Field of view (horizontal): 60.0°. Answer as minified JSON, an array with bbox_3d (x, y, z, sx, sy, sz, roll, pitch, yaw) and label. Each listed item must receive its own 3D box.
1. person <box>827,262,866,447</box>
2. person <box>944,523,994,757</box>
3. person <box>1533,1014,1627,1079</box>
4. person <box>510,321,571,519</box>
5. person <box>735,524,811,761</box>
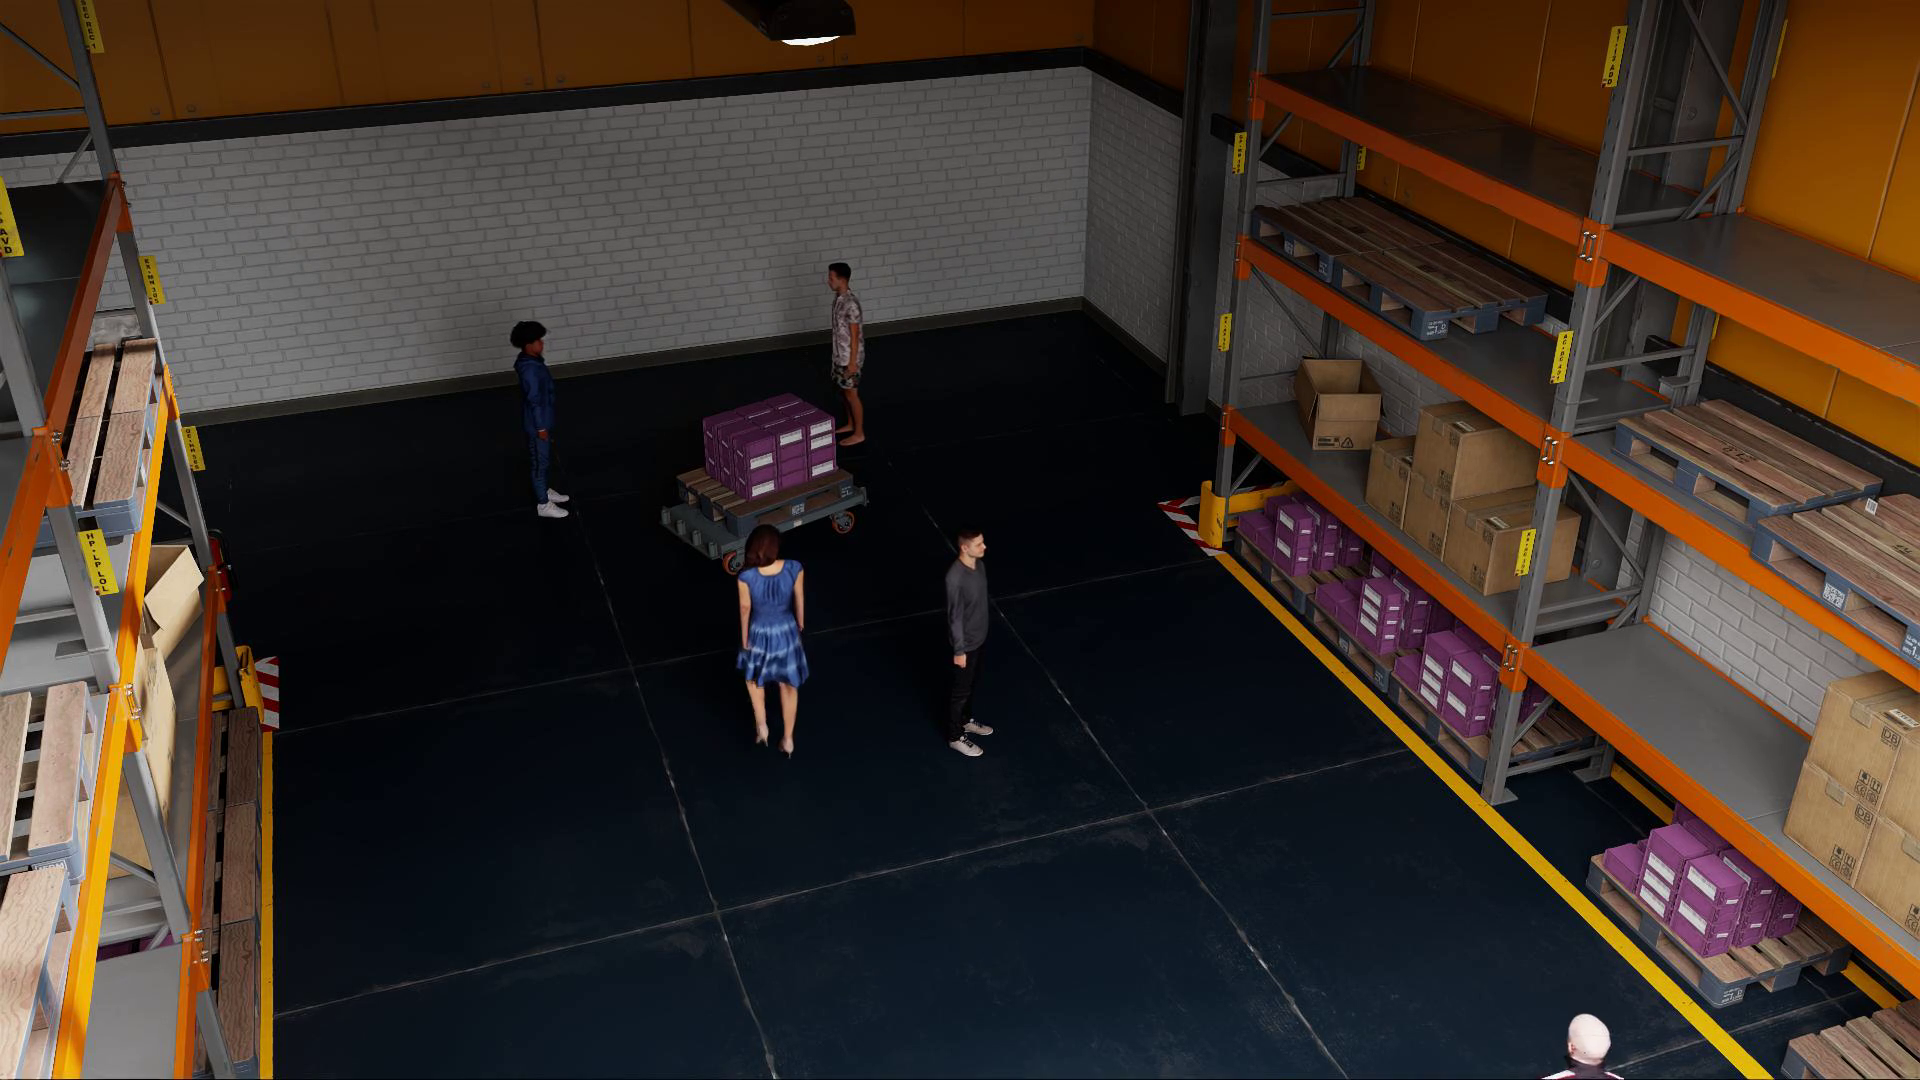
[{"bbox_3d":[-1.080,-1.834,16.225,0.728,1.810,0.501,-11,30,-19],"label":"person"},{"bbox_3d":[0.052,0.672,11.680,0.757,1.762,0.671,9,30,16],"label":"person"},{"bbox_3d":[2.740,2.983,7.400,0.859,1.804,0.981,1,29,3],"label":"person"},{"bbox_3d":[-3.771,-1.092,14.869,0.773,1.805,0.567,-4,29,-8],"label":"person"},{"bbox_3d":[-1.268,0.760,11.492,0.666,1.787,0.704,-8,30,-15],"label":"person"}]
